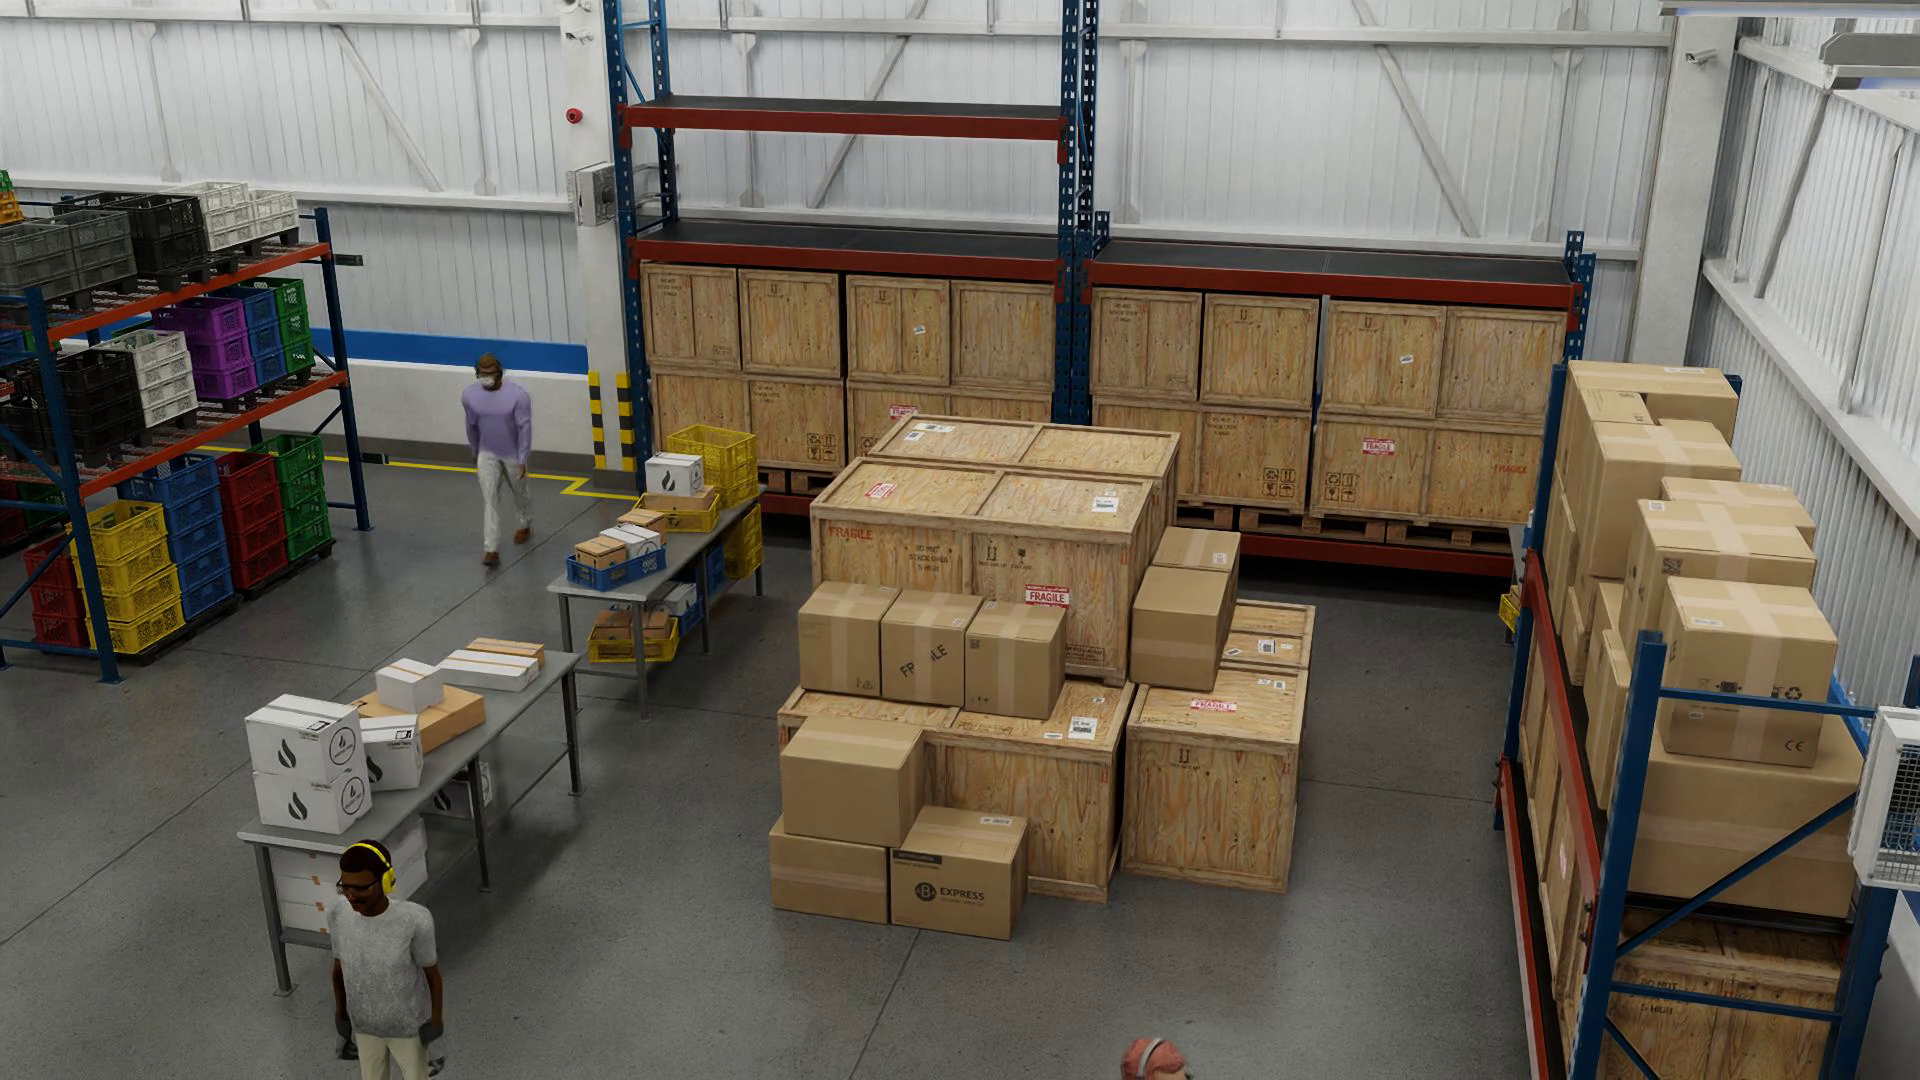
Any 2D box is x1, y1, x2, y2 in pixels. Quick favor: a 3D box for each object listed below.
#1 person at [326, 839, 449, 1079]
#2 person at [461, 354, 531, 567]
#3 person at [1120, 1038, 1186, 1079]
[{"bbox_3d":[-2.476,2.130,7.215,0.521,1.869,0.328,3,21,7],"label":"person"},{"bbox_3d":[-4.074,-0.751,14.751,0.618,1.879,1.051,0,21,0],"label":"person"},{"bbox_3d":[0.647,2.590,5.975,0.399,1.902,0.652,13,25,31],"label":"person"}]
